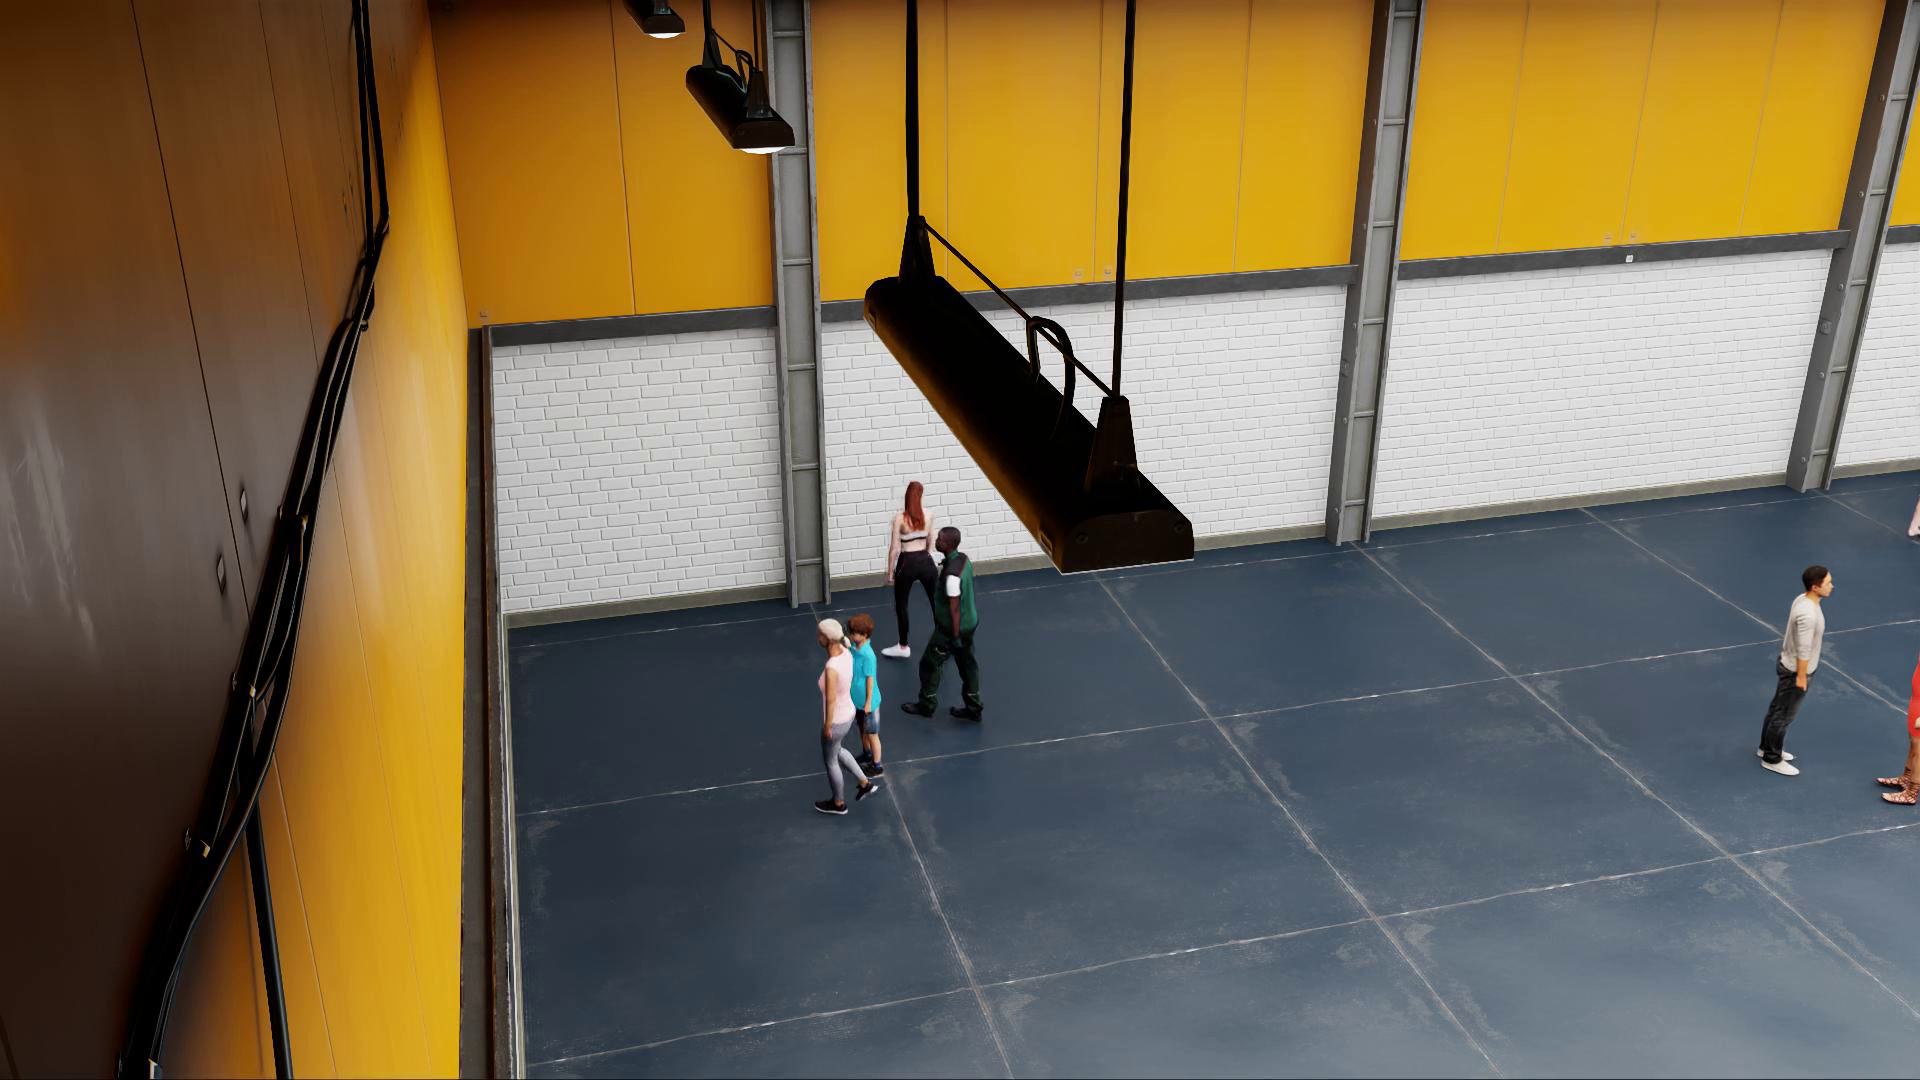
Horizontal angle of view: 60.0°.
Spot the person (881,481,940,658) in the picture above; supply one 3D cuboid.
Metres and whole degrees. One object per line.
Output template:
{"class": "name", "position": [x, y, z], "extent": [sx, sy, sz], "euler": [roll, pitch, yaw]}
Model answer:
{"class": "person", "position": [-0.465, 0.287, 15.451], "extent": [0.651, 1.741, 0.999], "euler": [-18, 29, -35]}

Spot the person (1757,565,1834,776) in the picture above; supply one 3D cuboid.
{"class": "person", "position": [6.846, 1.036, 13.651], "extent": [0.769, 1.811, 0.736], "euler": [10, 25, 21]}

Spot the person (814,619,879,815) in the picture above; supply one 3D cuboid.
{"class": "person", "position": [-0.875, 1.392, 12.959], "extent": [0.852, 1.712, 0.755], "euler": [7, 25, 15]}

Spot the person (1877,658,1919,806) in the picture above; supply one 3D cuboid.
{"class": "person", "position": [7.660, 1.297, 13.169], "extent": [0.704, 1.719, 0.672], "euler": [9, 25, 19]}

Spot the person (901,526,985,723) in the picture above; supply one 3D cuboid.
{"class": "person", "position": [0.044, 0.754, 14.297], "extent": [1.093, 1.811, 0.953], "euler": [6, 24, 12]}

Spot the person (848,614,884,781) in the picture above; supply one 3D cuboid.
{"class": "person", "position": [-0.765, 1.258, 13.597], "extent": [0.545, 1.448, 0.554], "euler": [-12, 26, -25]}
